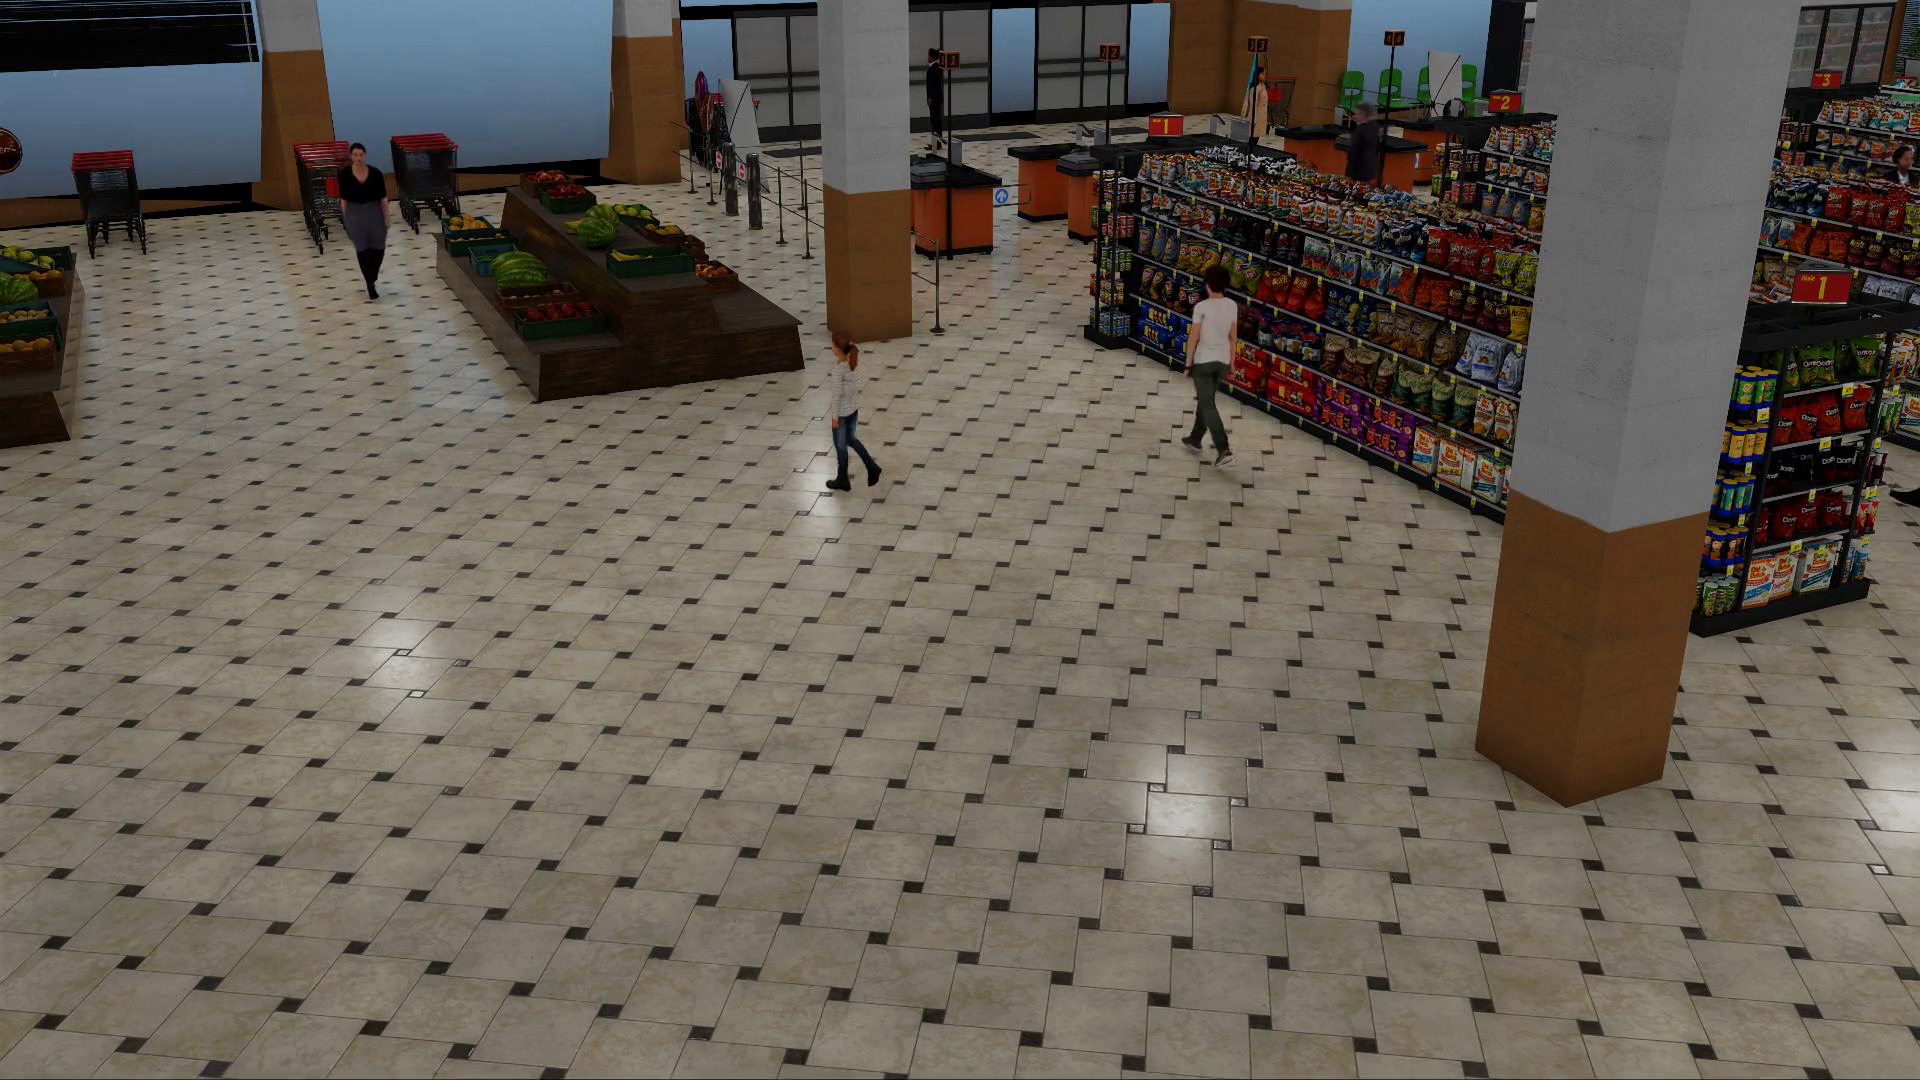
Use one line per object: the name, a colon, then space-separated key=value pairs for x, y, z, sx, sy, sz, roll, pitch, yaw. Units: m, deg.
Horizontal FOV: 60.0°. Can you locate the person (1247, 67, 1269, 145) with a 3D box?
person: x=4.765 y=-6.764 z=26.815 sx=0.739 sy=1.682 sz=0.719 roll=12 pitch=25 yaw=27

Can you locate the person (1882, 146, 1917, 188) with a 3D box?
person: x=10.122 y=-3.385 z=18.239 sx=0.804 sy=1.806 sz=1.152 roll=-4 pitch=22 yaw=-9

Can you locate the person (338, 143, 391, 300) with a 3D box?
person: x=-6.793 y=-3.656 z=19.023 sx=0.654 sy=1.724 sz=1.097 roll=-10 pitch=24 yaw=-23

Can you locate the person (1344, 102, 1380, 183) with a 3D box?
person: x=5.320 y=-4.854 z=21.899 sx=0.898 sy=1.803 sz=0.866 roll=-17 pitch=28 yaw=-36

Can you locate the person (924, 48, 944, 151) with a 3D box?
person: x=-0.435 y=-7.734 z=29.168 sx=0.767 sy=1.728 sz=0.683 roll=5 pitch=23 yaw=13

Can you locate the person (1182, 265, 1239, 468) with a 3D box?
person: x=2.064 y=-1.378 z=13.494 sx=0.627 sy=1.620 sz=1.111 roll=-8 pitch=23 yaw=-20

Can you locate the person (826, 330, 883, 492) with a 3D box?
person: x=-0.835 y=-0.981 z=12.925 sx=0.819 sy=1.308 sz=0.696 roll=13 pitch=26 yaw=30
